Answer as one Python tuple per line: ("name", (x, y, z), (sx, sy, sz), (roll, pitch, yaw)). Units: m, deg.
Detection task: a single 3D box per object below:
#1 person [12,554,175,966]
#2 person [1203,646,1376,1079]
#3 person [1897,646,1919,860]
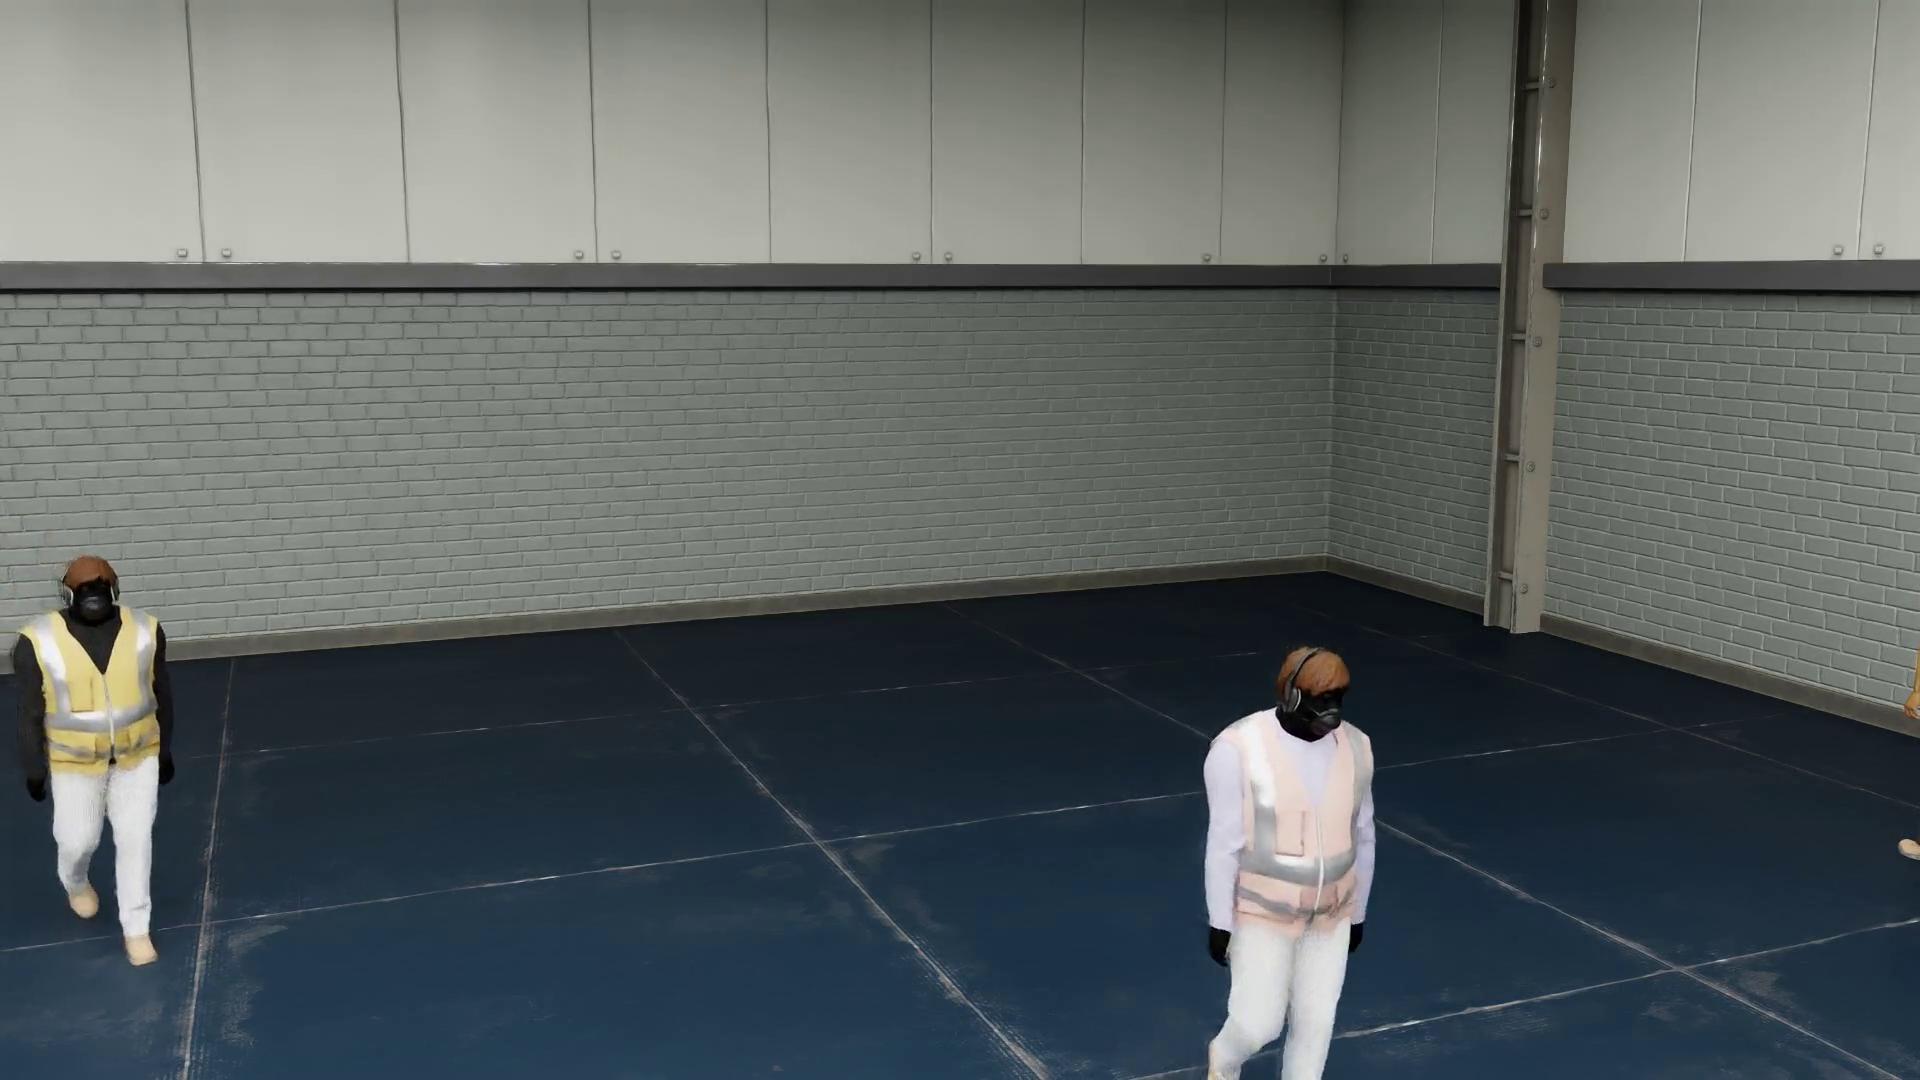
("person", (-3.861, 0.949, 7.451), (0.633, 1.820, 0.721), (-7, 11, -37))
("person", (1.100, 1.236, 5.643), (0.637, 1.820, 0.530), (-3, 9, -16))
("person", (5.123, 0.764, 8.529), (0.504, 1.847, 0.344), (0, 9, -1))
